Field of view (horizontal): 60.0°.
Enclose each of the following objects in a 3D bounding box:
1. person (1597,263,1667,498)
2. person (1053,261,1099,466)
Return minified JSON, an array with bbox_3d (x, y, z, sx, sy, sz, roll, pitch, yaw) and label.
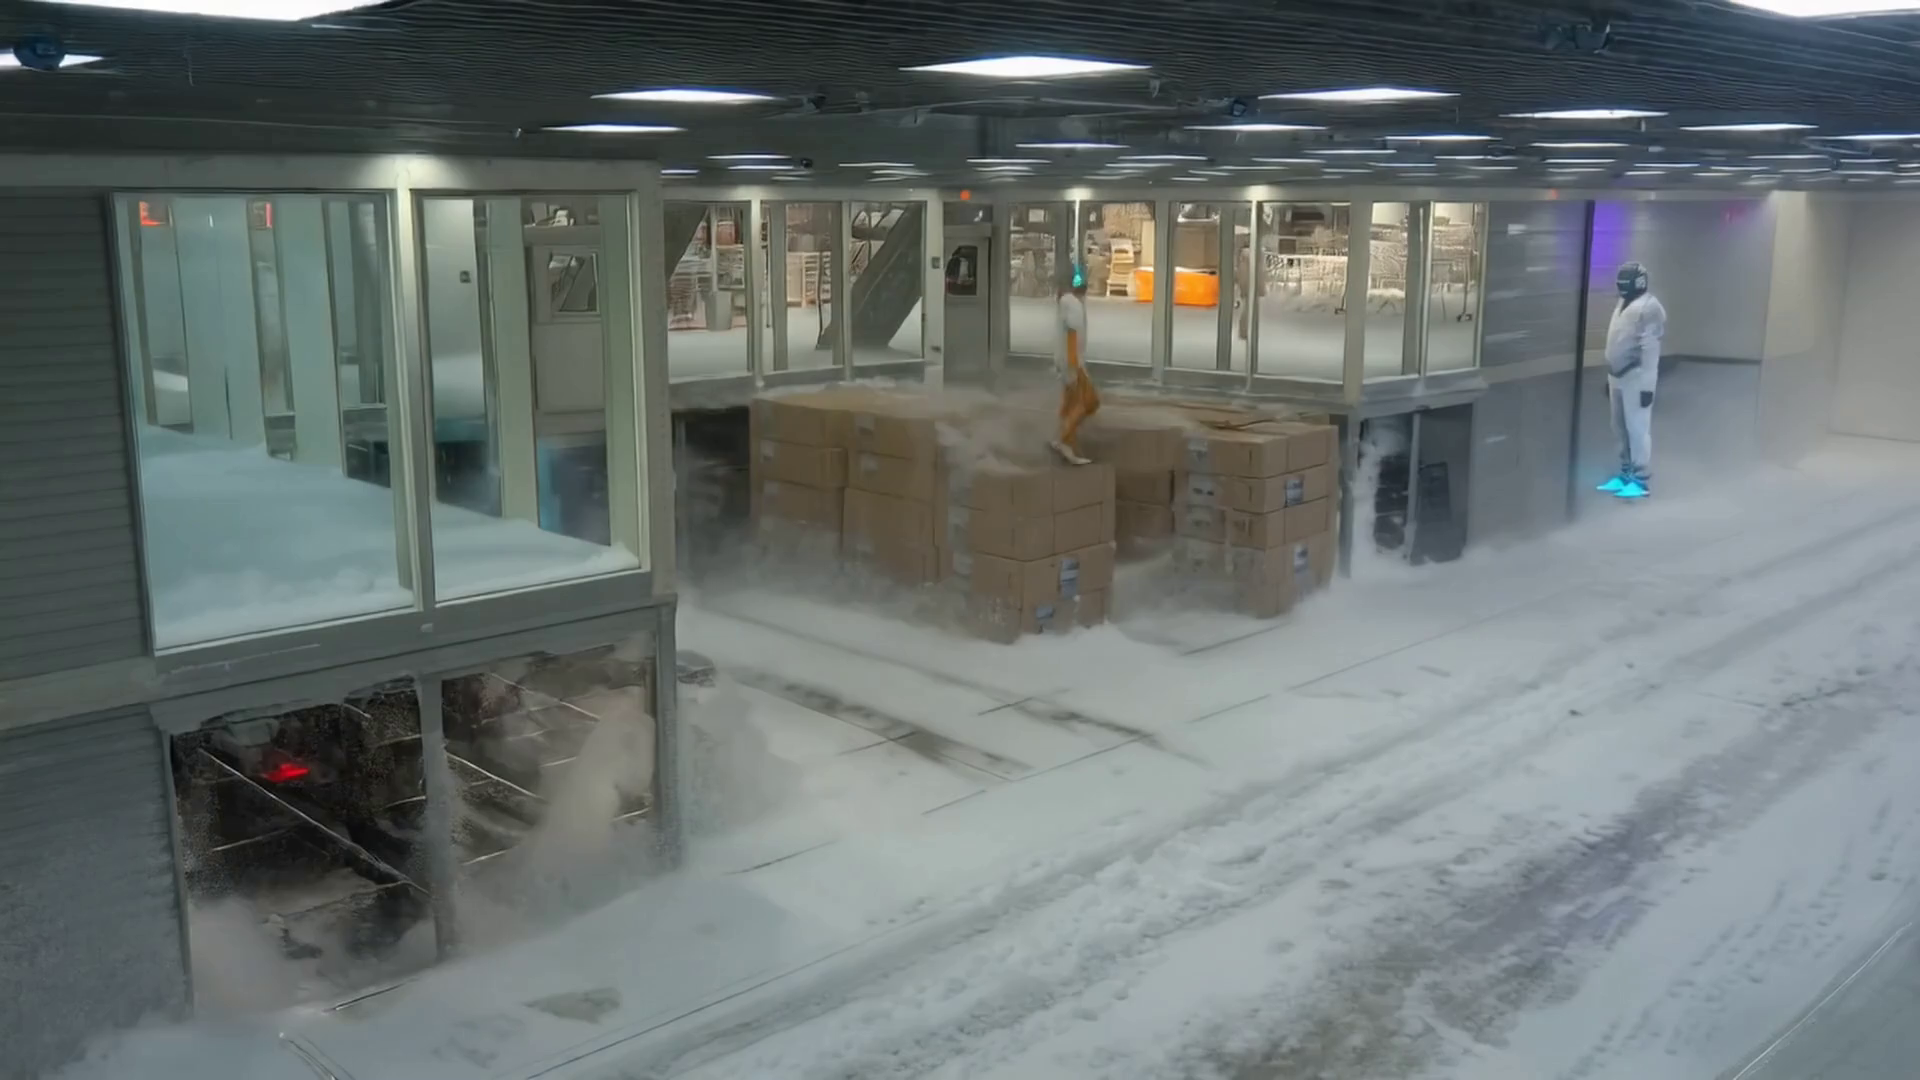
[{"bbox_3d":[5.420,-1.287,13.472,0.394,1.892,0.635,-1,11,-3],"label":"person"},{"bbox_3d":[1.050,-1.573,14.977,0.397,1.854,0.558,-1,11,-7],"label":"person"}]
